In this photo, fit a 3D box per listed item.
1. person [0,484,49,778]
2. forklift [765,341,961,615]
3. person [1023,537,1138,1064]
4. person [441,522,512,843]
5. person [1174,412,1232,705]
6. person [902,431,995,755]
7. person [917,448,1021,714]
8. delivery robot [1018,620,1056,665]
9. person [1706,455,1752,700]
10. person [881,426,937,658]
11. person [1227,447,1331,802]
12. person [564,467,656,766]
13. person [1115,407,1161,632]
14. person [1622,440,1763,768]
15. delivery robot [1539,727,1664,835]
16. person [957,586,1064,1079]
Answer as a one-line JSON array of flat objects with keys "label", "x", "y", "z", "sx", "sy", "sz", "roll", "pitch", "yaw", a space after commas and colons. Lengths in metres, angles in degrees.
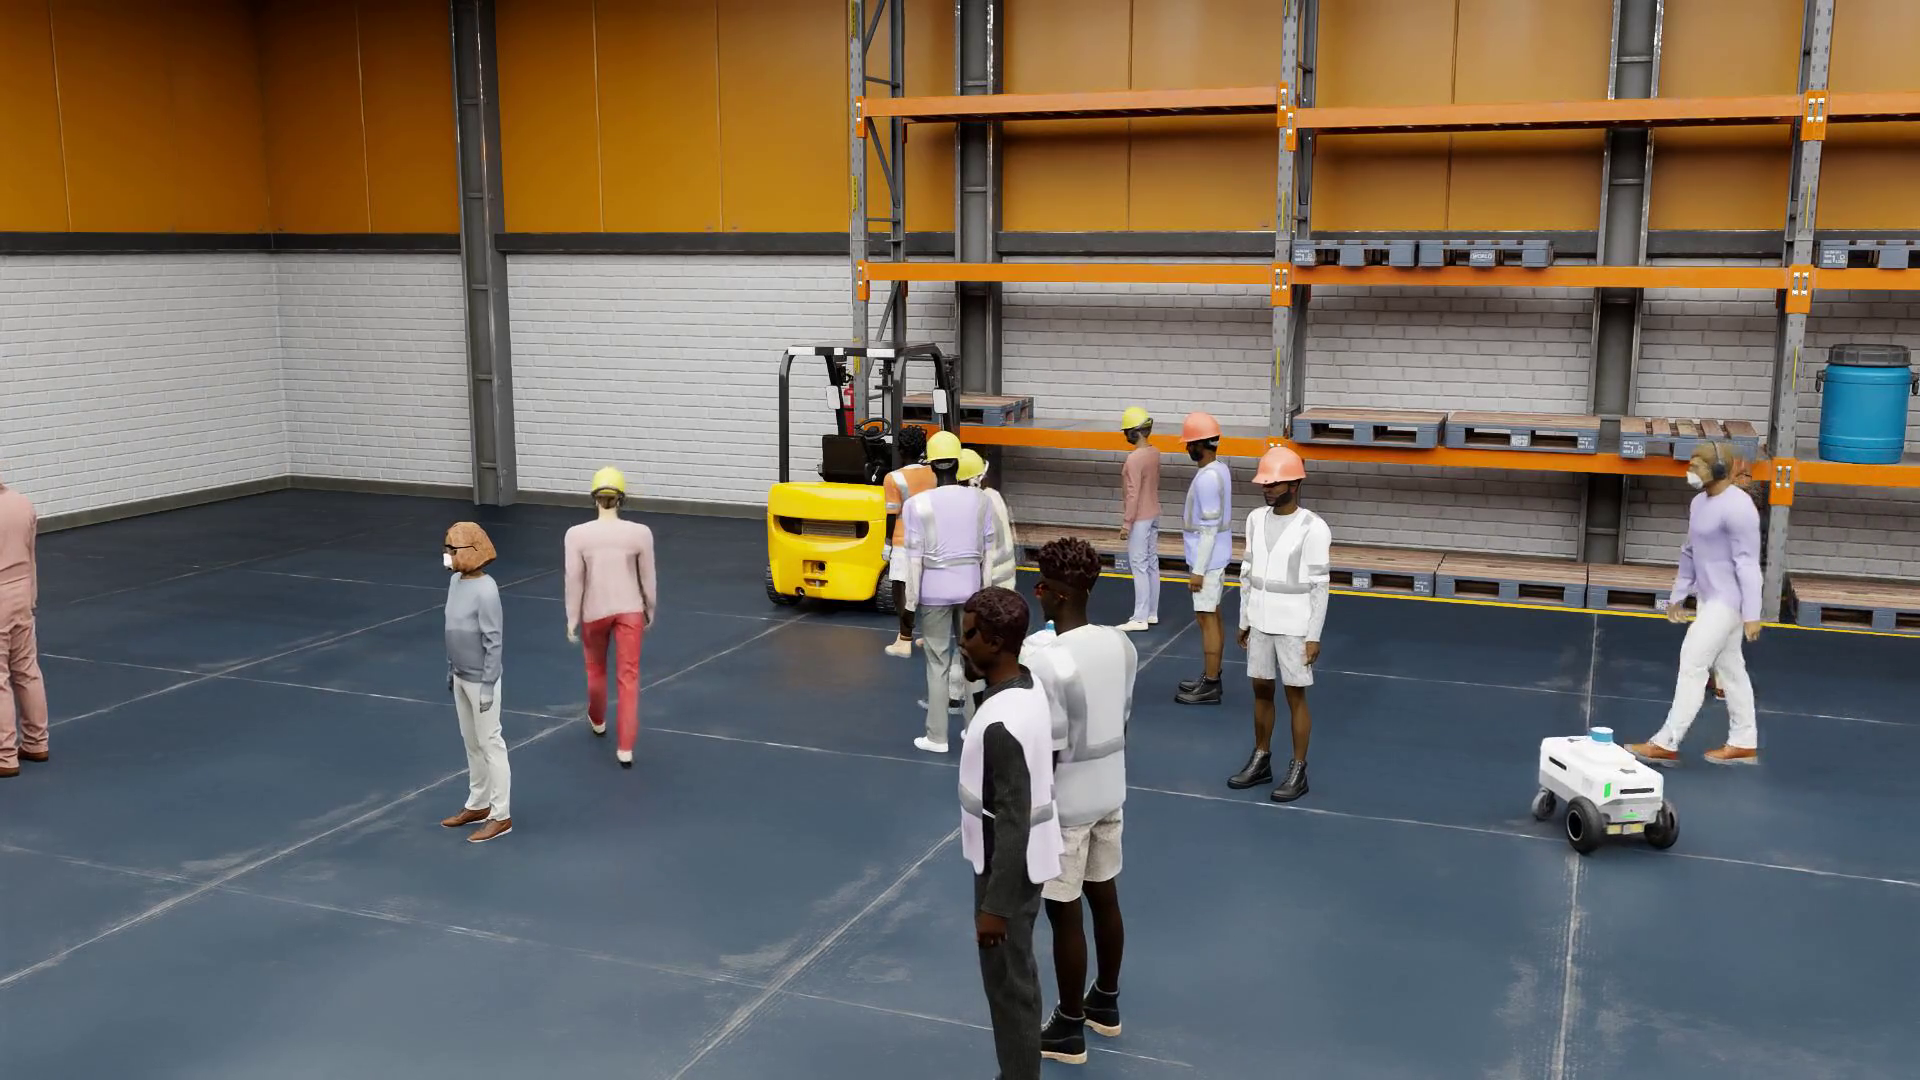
[{"label": "person", "x": -5.527, "y": 0.400, "z": 9.465, "sx": 0.399, "sy": 1.907, "sz": 0.644, "roll": 2, "pitch": 10, "yaw": 8}, {"label": "forklift", "x": -0.739, "y": -0.602, "z": 14.246, "sx": 1.214, "sy": 2.155, "sz": 2.313, "roll": 4, "pitch": 11, "yaw": 21}, {"label": "person", "x": 0.418, "y": 0.960, "z": 6.176, "sx": 0.370, "sy": 1.965, "sz": 0.608, "roll": 8, "pitch": 13, "yaw": 38}, {"label": "person", "x": -2.483, "y": 0.713, "z": 8.485, "sx": 0.286, "sy": 1.633, "sz": 0.499, "roll": -8, "pitch": 13, "yaw": -39}, {"label": "person", "x": 1.594, "y": 0.125, "z": 10.936, "sx": 0.374, "sy": 1.929, "sz": 0.542, "roll": 3, "pitch": 11, "yaw": 16}, {"label": "person", "x": -0.079, "y": 0.317, "z": 9.879, "sx": 0.589, "sy": 1.924, "sz": 0.383, "roll": -5, "pitch": 11, "yaw": -25}, {"label": "person", "x": 0.145, "y": 0.301, "z": 10.423, "sx": 0.811, "sy": 1.775, "sz": 0.620, "roll": 1, "pitch": 10, "yaw": 7}, {"label": "delivery robot", "x": 0.613, "y": 0.764, "z": 10.940, "sx": 0.707, "sy": 0.478, "sz": 0.477, "roll": -5, "pitch": 12, "yaw": -27}, {"label": "person", "x": 5.098, "y": 0.245, "z": 11.091, "sx": 0.288, "sy": 1.633, "sz": 0.497, "roll": -3, "pitch": 11, "yaw": -17}, {"label": "person", "x": -0.352, "y": 0.013, "z": 12.207, "sx": 0.536, "sy": 1.697, "sz": 0.318, "roll": -9, "pitch": 14, "yaw": -41}, {"label": "person", "x": 1.730, "y": 0.455, "z": 9.070, "sx": 0.359, "sy": 1.936, "sz": 0.552, "roll": -9, "pitch": 13, "yaw": -40}, {"label": "person", "x": -2.069, "y": 0.423, "z": 9.879, "sx": 0.536, "sy": 1.704, "sz": 0.920, "roll": -3, "pitch": 11, "yaw": -14}, {"label": "person", "x": 1.390, "y": -0.160, "z": 13.001, "sx": 0.327, "sy": 1.760, "sz": 0.524, "roll": 5, "pitch": 12, "yaw": 28}, {"label": "person", "x": 4.246, "y": 0.374, "z": 9.610, "sx": 0.916, "sy": 1.898, "sz": 0.664, "roll": 1, "pitch": 10, "yaw": 6}, {"label": "delivery robot", "x": 3.273, "y": 1.201, "z": 8.510, "sx": 0.477, "sy": 0.478, "sz": 0.707, "roll": -1, "pitch": 10, "yaw": -8}, {"label": "person", "x": 0.157, "y": 1.096, "z": 5.553, "sx": 0.377, "sy": 1.917, "sz": 0.600, "roll": 1, "pitch": 10, "yaw": 5}]
